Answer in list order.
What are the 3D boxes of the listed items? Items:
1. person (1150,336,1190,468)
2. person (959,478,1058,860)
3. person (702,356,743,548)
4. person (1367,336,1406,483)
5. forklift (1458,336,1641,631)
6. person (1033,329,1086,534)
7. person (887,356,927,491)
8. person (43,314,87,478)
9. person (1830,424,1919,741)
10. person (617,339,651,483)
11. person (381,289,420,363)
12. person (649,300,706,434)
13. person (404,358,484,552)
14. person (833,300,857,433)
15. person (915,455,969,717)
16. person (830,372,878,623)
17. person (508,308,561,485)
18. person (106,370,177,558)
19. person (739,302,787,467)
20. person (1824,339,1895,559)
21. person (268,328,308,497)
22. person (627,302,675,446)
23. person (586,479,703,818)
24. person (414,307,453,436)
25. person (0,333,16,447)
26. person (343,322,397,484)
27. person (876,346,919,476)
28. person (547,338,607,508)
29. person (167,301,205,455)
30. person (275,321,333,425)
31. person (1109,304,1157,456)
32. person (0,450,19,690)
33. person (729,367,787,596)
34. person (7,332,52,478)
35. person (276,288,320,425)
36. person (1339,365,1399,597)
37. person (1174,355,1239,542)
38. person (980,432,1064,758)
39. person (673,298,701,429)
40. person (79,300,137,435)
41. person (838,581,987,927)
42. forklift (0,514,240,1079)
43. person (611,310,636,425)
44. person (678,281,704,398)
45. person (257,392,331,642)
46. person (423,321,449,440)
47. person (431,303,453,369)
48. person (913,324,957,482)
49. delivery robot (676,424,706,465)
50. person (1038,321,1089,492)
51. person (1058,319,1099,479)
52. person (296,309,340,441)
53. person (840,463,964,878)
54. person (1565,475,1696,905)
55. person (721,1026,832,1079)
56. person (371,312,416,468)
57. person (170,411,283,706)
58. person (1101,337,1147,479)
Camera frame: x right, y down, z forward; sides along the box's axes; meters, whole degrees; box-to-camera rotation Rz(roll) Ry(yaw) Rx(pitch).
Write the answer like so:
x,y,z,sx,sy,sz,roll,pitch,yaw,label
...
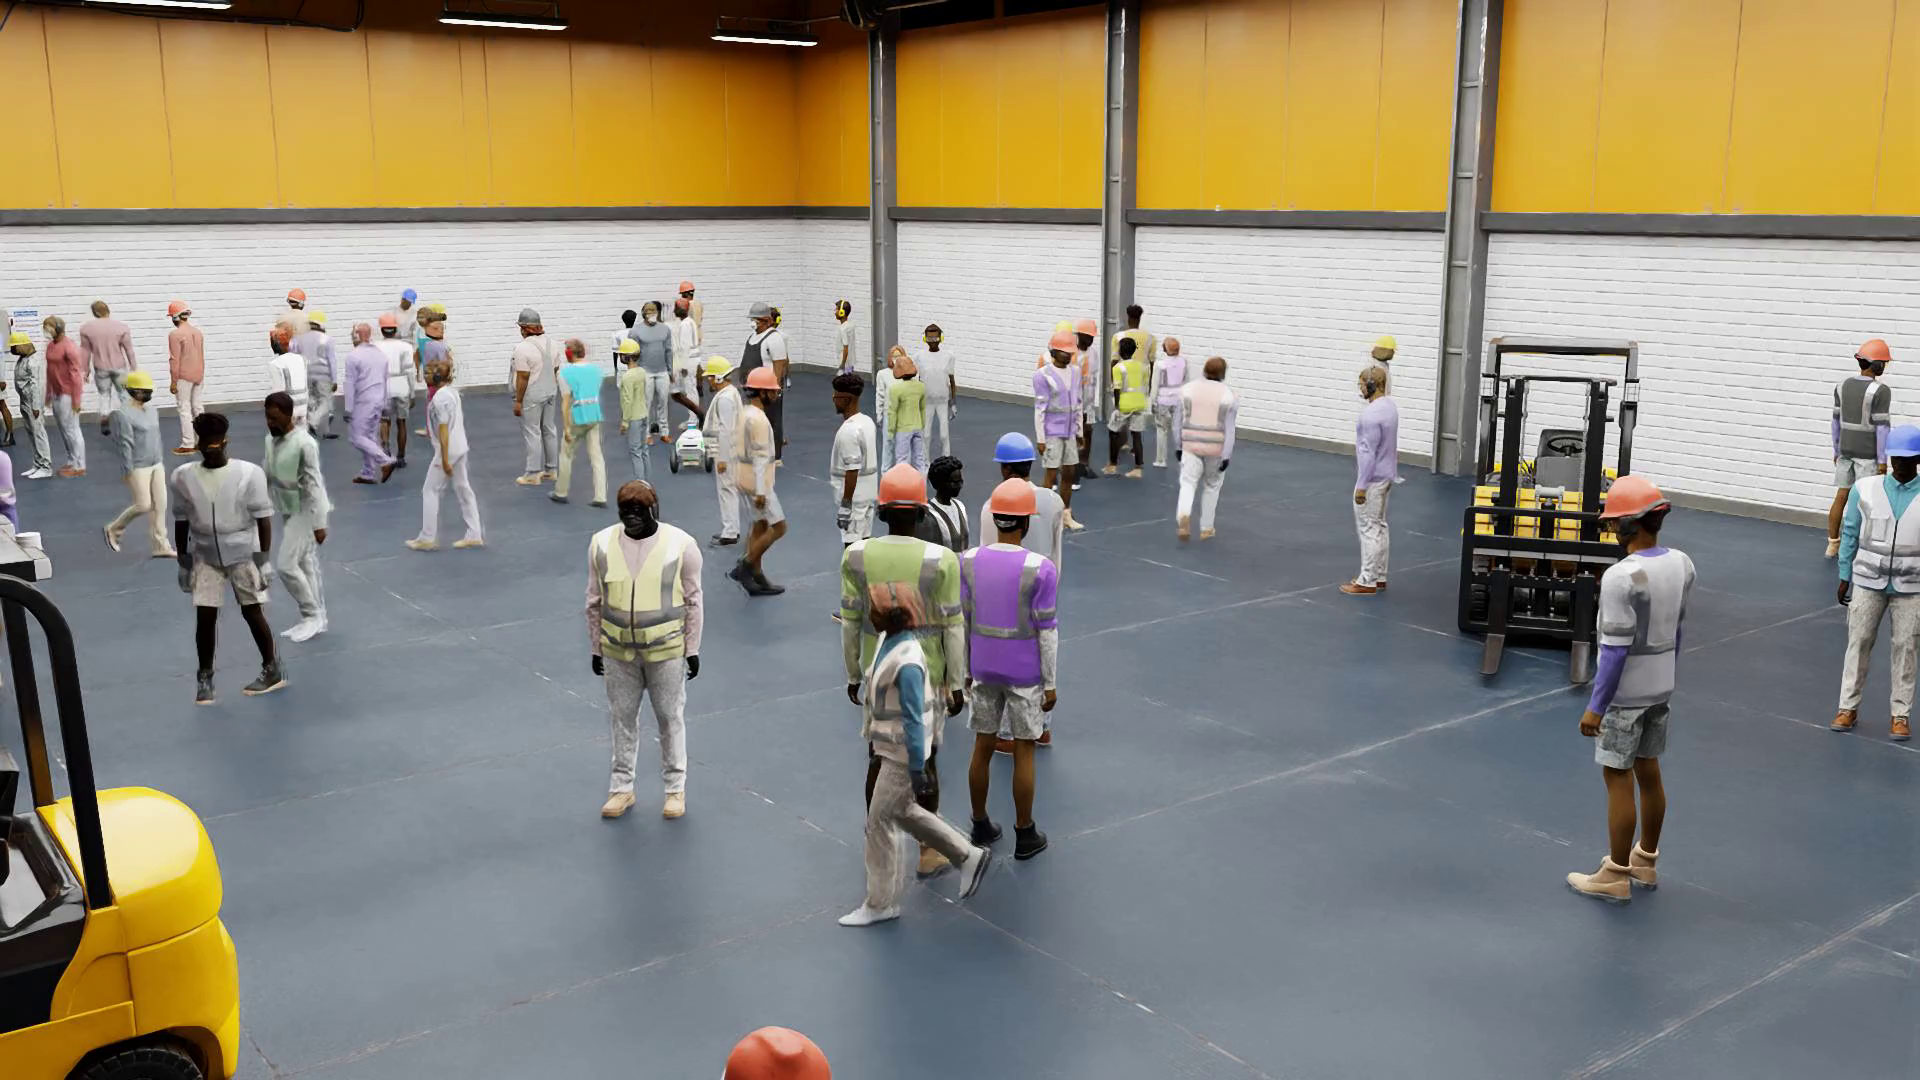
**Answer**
x,y,z,sx,sy,sz,roll,pitch,yaw,label
2.573,-1.666,20.272,0.537,1.621,0.495,-4,12,-19,person
0.251,0.648,8.381,0.544,1.930,0.388,6,13,27,person
-2.250,-0.843,15.850,0.403,1.819,0.601,-1,12,-4,person
4.925,-1.493,19.218,0.550,1.718,0.523,4,13,21,person
4.683,-0.471,13.136,1.214,2.155,2.313,4,12,20,forklift
1.001,-1.060,16.390,0.617,2.029,0.409,-10,15,-40,person
-0.561,-1.154,17.828,0.500,1.623,0.304,-11,16,-44,person
-10.640,-1.713,19.783,0.635,1.940,0.391,10,15,40,person
5.728,0.254,10.232,0.607,1.948,0.389,8,14,32,person
-3.604,-1.327,18.311,0.314,1.769,0.523,2,12,9,person
-8.721,-2.978,25.990,0.681,1.883,0.695,-2,12,-10,person
-3.982,-2.406,23.232,0.951,1.907,0.623,-3,12,-13,person
-4.897,-0.798,15.611,0.825,1.817,0.505,1,12,6,person
-1.626,-2.429,23.379,0.328,1.874,0.521,2,12,8,person
-0.114,0.289,10.698,0.321,1.690,0.529,7,13,30,person
-0.834,-0.333,13.023,0.362,1.963,0.613,2,12,11,person
-4.979,-1.670,19.302,0.535,2.000,0.674,5,13,25,person
-7.528,-0.689,15.250,0.616,1.747,0.538,2,12,10,person
-2.442,-1.904,20.431,0.536,2.000,0.683,-8,14,-34,person
8.187,-0.799,15.089,0.373,2.043,0.615,-3,12,-15,person
-7.411,-1.399,18.389,0.359,1.880,0.575,3,12,16,person
-4.121,-2.223,22.257,0.635,1.928,0.381,-9,15,-37,person
-1.688,0.585,8.898,0.625,1.843,0.430,1,12,5,person
-7.381,-2.400,23.453,0.510,1.799,0.933,7,13,29,person
-12.909,-2.180,22.071,0.557,1.924,0.431,4,12,20,person
-6.794,-1.552,19.100,0.657,1.887,0.664,4,12,18,person
-0.714,-1.407,19.018,0.497,1.633,0.284,-1,12,-6,person
-4.130,-1.255,17.880,0.919,1.799,0.566,10,15,39,person
-10.006,-2.096,21.520,0.411,1.980,0.626,2,12,10,person
-9.106,-2.226,23.028,0.560,1.614,0.521,0,12,0,person
2.208,-2.055,21.380,0.644,1.942,0.557,-1,12,-7,person
-6.669,0.018,11.189,0.628,2.022,0.491,-5,13,-23,person
-1.651,-0.470,13.769,0.415,1.925,0.554,-4,12,-18,person
-11.043,-1.600,19.710,0.483,1.737,0.320,11,16,42,person
-9.546,-2.637,24.081,0.622,1.992,0.394,1,12,7,person
3.452,-0.493,13.899,0.381,1.927,0.641,6,13,28,person
2.333,-0.858,15.932,0.633,1.813,0.819,4,12,19,person
0.347,0.325,9.922,0.596,1.939,0.414,-9,15,-37,person
-3.911,-2.523,23.850,0.382,1.874,0.573,-1,12,-5,person
-11.689,-2.338,22.862,0.685,1.905,0.567,-5,13,-21,person
-0.218,0.961,7.619,0.657,1.612,0.505,-2,12,-9,person
-3.687,1.115,5.480,2.313,2.155,1.214,-9,15,-36,forklift
-4.751,-2.473,24.012,0.536,1.696,0.321,-2,12,-7,person
-4.451,-3.297,27.430,0.366,1.930,0.542,4,12,19,person
-5.015,-0.175,12.468,0.498,1.892,0.700,-11,16,-42,person
-7.104,-2.156,22.639,0.501,1.631,0.286,11,16,43,person
-7.817,-2.697,25.001,0.415,1.724,0.508,3,12,14,person
-0.289,-1.581,19.323,0.510,1.861,0.324,0,12,-1,person
-3.259,-1.170,20.266,0.477,0.478,0.707,-1,12,-4,delivery robot
1.157,-1.507,18.791,0.594,1.924,0.381,-1,12,-6,person
1.358,-1.684,19.762,0.564,1.899,0.709,-5,13,-25,person
-8.667,-2.191,22.383,0.600,1.803,0.686,4,12,20,person
-0.270,0.640,8.125,0.614,2.047,0.359,3,12,16,person
3.147,0.705,7.851,0.605,2.034,0.392,-8,14,-35,person
-0.346,1.782,3.327,0.337,1.749,0.574,11,16,43,person
-6.917,-1.807,20.270,0.545,1.922,0.528,-2,12,-12,person
-4.843,0.104,10.989,0.669,1.950,0.418,-2,12,-8,person
1.950,-1.562,19.688,0.501,1.666,0.678,-8,14,-34,person
